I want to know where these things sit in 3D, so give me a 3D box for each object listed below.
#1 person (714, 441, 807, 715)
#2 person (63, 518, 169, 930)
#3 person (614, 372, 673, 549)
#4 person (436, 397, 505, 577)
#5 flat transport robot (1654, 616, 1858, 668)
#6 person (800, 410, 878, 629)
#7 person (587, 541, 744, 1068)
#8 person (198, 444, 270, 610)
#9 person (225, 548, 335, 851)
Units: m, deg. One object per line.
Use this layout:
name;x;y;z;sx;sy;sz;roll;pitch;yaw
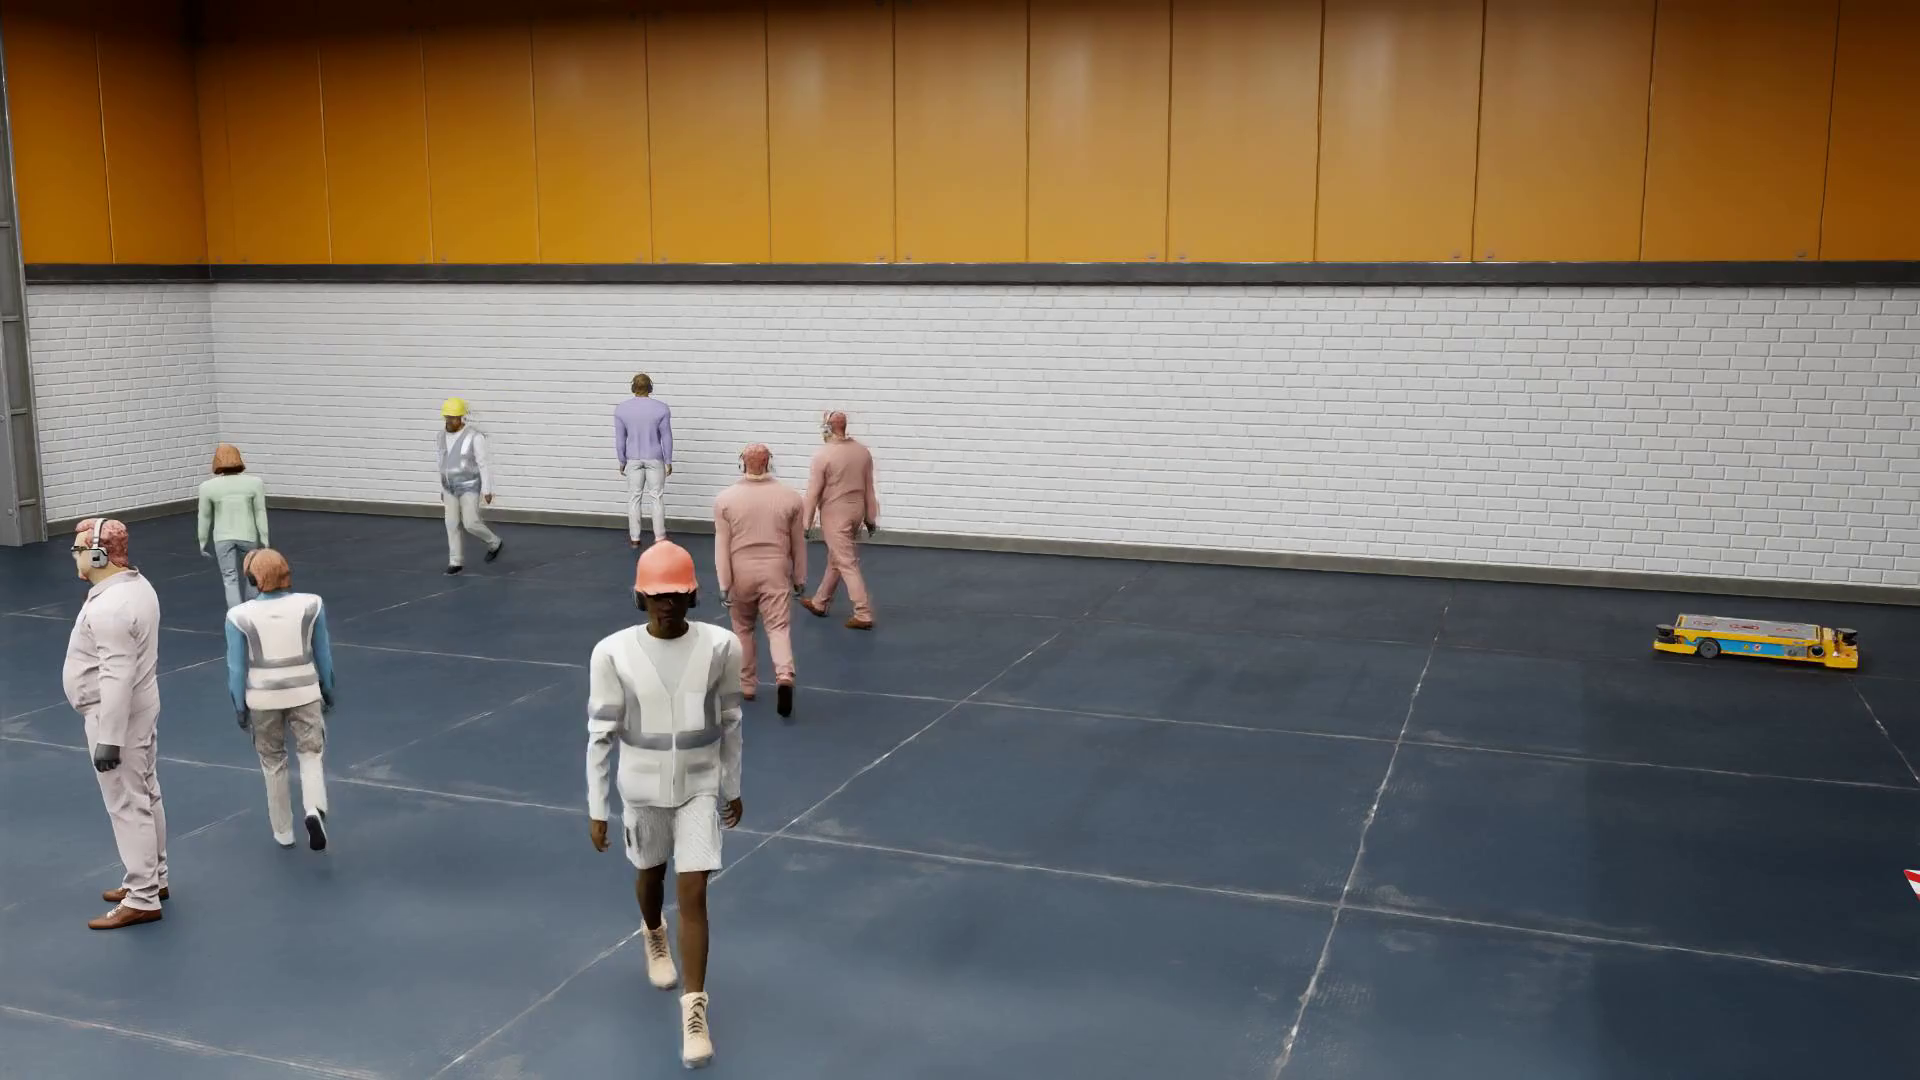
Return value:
person;-1.370;0.257;11.519;0.648;1.874;0.876;-2;9;-13
person;-3.938;0.842;7.757;0.408;1.906;0.653;-3;10;-16
person;-3.460;-0.866;18.258;0.632;1.940;0.372;0;9;-2
person;-4.950;-0.550;16.699;0.622;1.809;0.624;4;10;24
flat transport robot;6.295;0.786;13.168;1.431;0.197;0.652;4;10;26
person;-1.077;-0.183;14.299;1.009;1.848;0.668;7;12;39
person;-1.179;0.975;6.706;0.630;2.004;1.041;-2;9;-13
person;-6.051;0.003;13.844;0.527;1.607;0.670;-5;10;-27
person;-3.499;0.844;8.622;0.525;1.615;0.549;-5;10;-29
